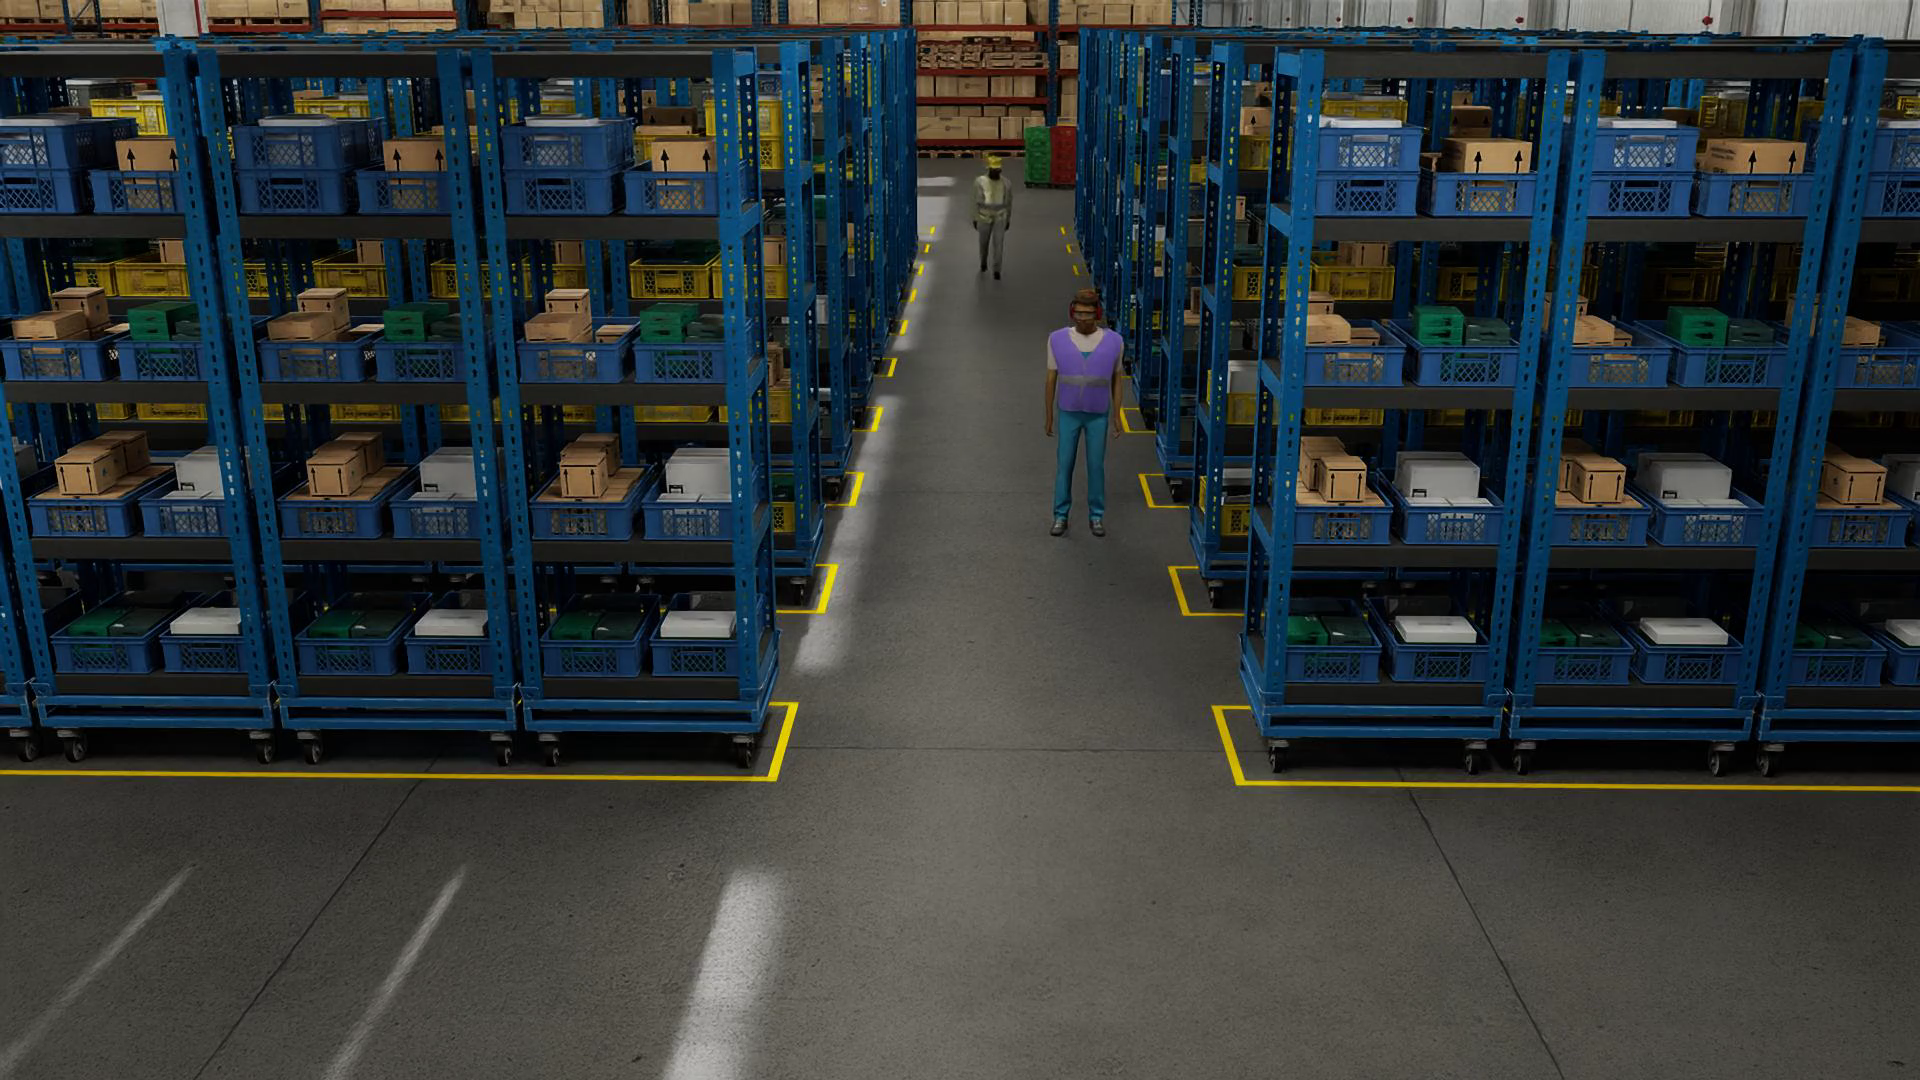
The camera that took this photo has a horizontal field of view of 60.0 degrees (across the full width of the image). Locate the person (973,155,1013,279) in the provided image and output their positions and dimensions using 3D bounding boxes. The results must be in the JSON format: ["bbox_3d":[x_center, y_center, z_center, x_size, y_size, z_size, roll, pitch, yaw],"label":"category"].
[{"bbox_3d":[0.486,-4.817,24.736,0.606,1.814,0.631,-1,17,-3],"label":"person"}]

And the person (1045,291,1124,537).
[{"bbox_3d":[0.917,-0.937,12.327,0.567,1.841,0.375,1,17,3],"label":"person"}]
